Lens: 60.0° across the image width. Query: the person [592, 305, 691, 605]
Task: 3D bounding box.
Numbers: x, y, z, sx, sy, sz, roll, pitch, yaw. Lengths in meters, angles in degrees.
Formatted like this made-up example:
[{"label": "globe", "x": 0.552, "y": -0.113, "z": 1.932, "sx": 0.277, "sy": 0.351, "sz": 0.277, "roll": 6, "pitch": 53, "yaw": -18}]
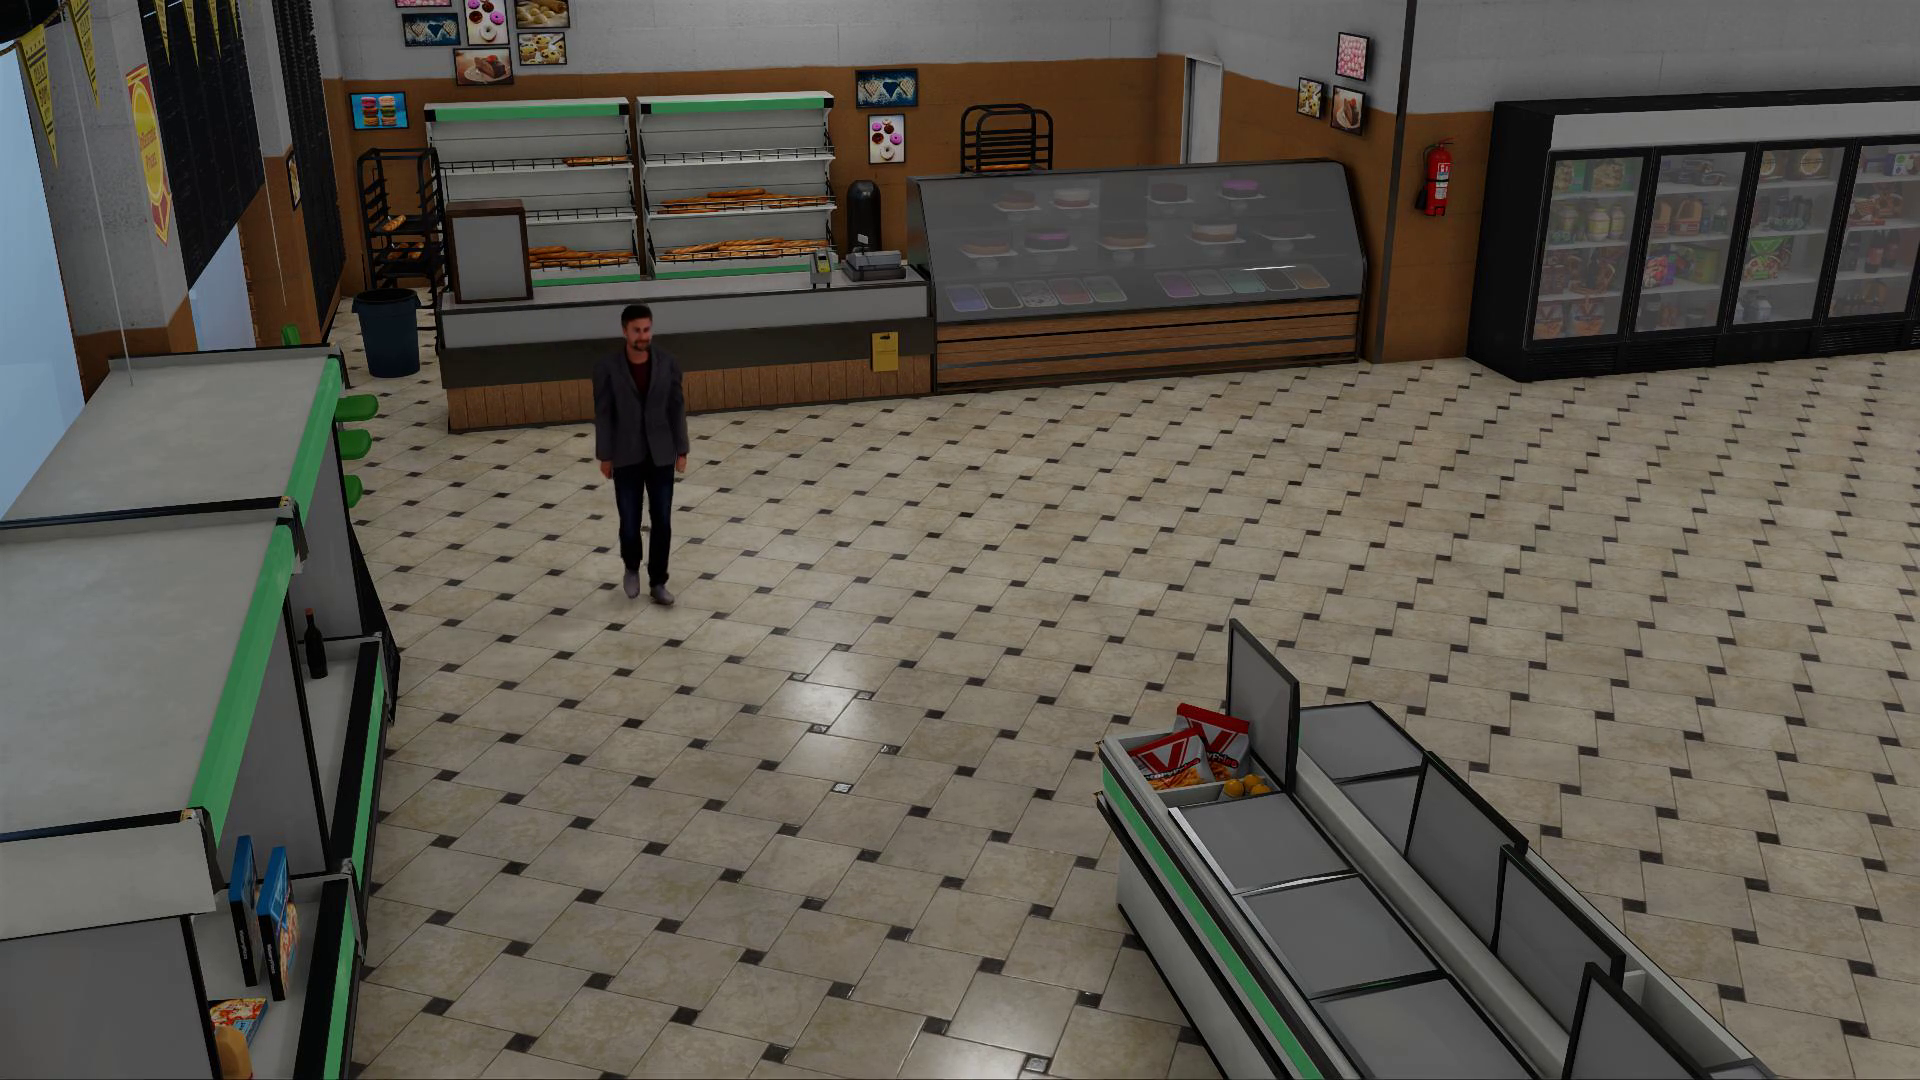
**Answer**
[{"label": "person", "x": -1.920, "y": -0.518, "z": 9.958, "sx": 0.750, "sy": 1.863, "sz": 0.708, "roll": -9, "pitch": 24, "yaw": -21}]
